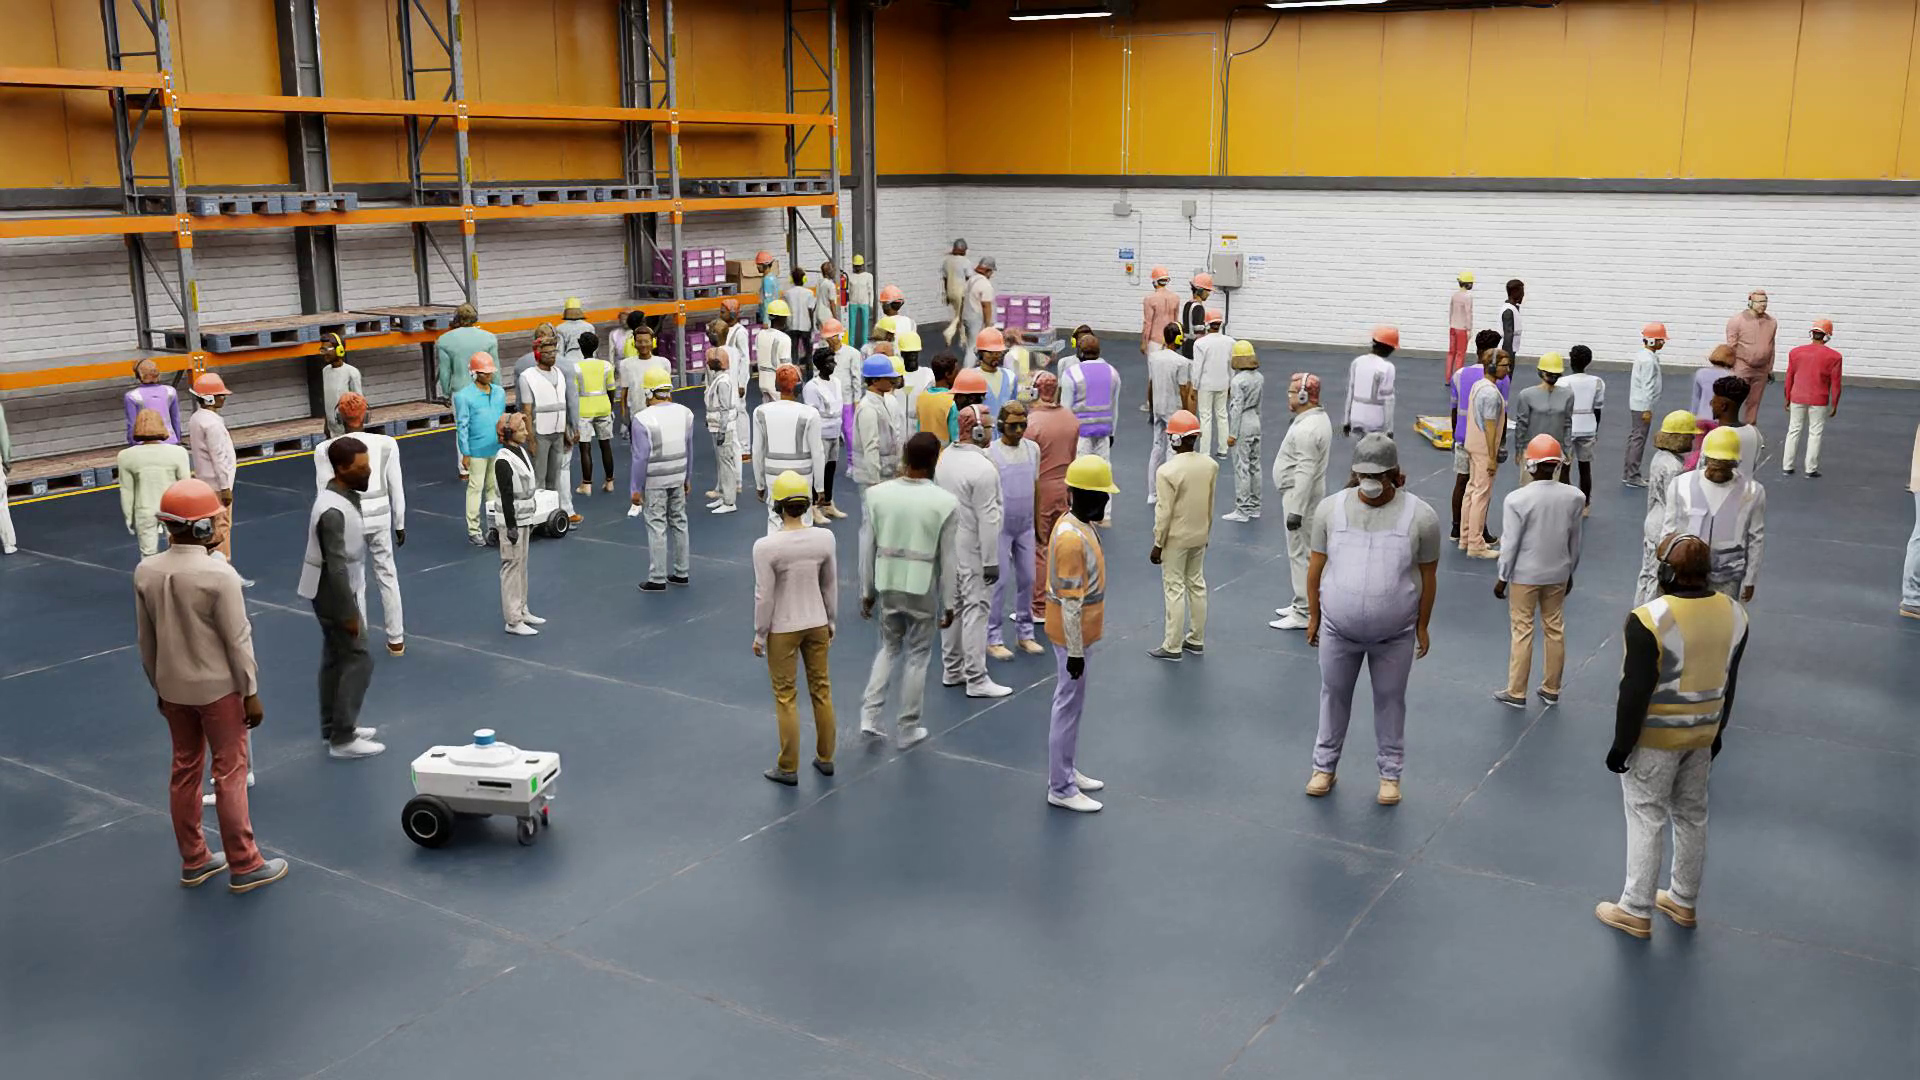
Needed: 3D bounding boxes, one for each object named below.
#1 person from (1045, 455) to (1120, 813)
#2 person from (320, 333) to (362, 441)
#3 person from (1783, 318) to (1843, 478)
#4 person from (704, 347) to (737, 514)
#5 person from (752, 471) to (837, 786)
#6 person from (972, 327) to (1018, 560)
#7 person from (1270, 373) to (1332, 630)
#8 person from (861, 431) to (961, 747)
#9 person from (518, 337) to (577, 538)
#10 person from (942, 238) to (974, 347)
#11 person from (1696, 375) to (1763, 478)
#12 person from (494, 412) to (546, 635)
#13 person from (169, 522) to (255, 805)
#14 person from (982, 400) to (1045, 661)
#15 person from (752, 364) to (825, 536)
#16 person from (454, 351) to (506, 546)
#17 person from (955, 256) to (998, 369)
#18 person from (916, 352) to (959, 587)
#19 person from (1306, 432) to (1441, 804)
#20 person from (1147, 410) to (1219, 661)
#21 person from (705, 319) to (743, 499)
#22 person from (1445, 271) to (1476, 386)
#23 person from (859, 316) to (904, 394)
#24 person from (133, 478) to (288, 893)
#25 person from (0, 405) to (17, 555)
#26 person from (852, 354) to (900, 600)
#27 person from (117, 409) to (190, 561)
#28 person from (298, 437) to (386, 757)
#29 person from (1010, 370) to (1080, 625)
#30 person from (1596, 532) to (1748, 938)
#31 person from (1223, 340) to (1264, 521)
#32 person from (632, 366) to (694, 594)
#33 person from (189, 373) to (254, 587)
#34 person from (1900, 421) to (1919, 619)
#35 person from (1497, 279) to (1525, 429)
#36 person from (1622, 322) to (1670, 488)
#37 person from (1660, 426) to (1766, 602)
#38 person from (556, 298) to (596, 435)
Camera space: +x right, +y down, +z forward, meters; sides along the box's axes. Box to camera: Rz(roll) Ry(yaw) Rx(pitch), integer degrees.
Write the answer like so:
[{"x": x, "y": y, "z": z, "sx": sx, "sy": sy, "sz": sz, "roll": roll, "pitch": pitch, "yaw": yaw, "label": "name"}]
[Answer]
[{"x": 0.650, "y": 0.489, "z": 8.938, "sx": 0.385, "sy": 1.922, "sz": 0.594, "roll": 2, "pitch": 13, "yaw": 7, "label": "person"}, {"x": -5.778, "y": -1.009, "z": 15.559, "sx": 0.532, "sy": 1.868, "sz": 0.310, "roll": 8, "pitch": 15, "yaw": 31, "label": "person"}, {"x": 9.324, "y": -1.550, "z": 18.194, "sx": 0.574, "sy": 1.739, "sz": 0.350, "roll": 12, "pitch": 17, "yaw": 41, "label": "person"}, {"x": -2.352, "y": -1.081, "z": 16.382, "sx": 0.309, "sy": 1.637, "sz": 0.514, "roll": -4, "pitch": 13, "yaw": -15, "label": "person"}, {"x": -0.928, "y": 0.488, "z": 9.292, "sx": 0.533, "sy": 1.767, "sz": 0.326, "roll": -9, "pitch": 16, "yaw": -35, "label": "person"}, {"x": 0.256, "y": -0.808, "z": 14.306, "sx": 0.605, "sy": 2.044, "sz": 0.374, "roll": -8, "pitch": 15, "yaw": -31, "label": "person"}, {"x": 2.521, "y": -0.289, "z": 12.352, "sx": 0.409, "sy": 1.906, "sz": 0.651, "roll": 4, "pitch": 14, "yaw": 19, "label": "person"}, {"x": -0.290, "y": 0.304, "z": 9.839, "sx": 0.597, "sy": 1.886, "sz": 0.490, "roll": 5, "pitch": 14, "yaw": 21, "label": "person"}, {"x": -3.835, "y": -0.963, "z": 15.407, "sx": 0.388, "sy": 1.848, "sz": 0.564, "roll": 6, "pitch": 14, "yaw": 25, "label": "person"}, {"x": -0.049, "y": -4.528, "z": 30.449, "sx": 0.785, "sy": 2.000, "sz": 0.688, "roll": -10, "pitch": 17, "yaw": -38, "label": "person"}, {"x": 5.379, "y": -0.187, "z": 11.781, "sx": 0.607, "sy": 1.966, "sz": 0.367, "roll": -10, "pitch": 16, "yaw": -37, "label": "person"}, {"x": -3.262, "y": -0.125, "z": 12.228, "sx": 0.308, "sy": 1.641, "sz": 0.515, "roll": 0, "pitch": 13, "yaw": -2, "label": "person"}, {"x": -4.056, "y": 0.622, "z": 8.999, "sx": 0.268, "sy": 1.632, "sz": 0.507, "roll": -2, "pitch": 13, "yaw": -8, "label": "person"}, {"x": 0.350, "y": -0.068, "z": 11.568, "sx": 0.518, "sy": 1.834, "sz": 0.347, "roll": -8, "pitch": 15, "yaw": -31, "label": "person"}, {"x": -1.332, "y": -0.435, "z": 13.034, "sx": 0.584, "sy": 1.882, "sz": 0.337, "roll": 4, "pitch": 14, "yaw": 16, "label": "person"}, {"x": -4.282, "y": -0.834, "z": 15.054, "sx": 0.343, "sy": 1.749, "sz": 0.573, "roll": 8, "pitch": 15, "yaw": 31, "label": "person"}, {"x": 0.312, "y": -3.388, "z": 25.501, "sx": 0.746, "sy": 2.000, "sz": 0.699, "roll": -5, "pitch": 14, "yaw": -20, "label": "person"}, {"x": -0.145, "y": -0.567, "z": 13.537, "sx": 0.391, "sy": 1.917, "sz": 0.593, "roll": -9, "pitch": 16, "yaw": -35, "label": "person"}, {"x": 2.197, "y": 0.425, "z": 8.963, "sx": 0.689, "sy": 2.000, "sz": 0.537, "roll": 5, "pitch": 14, "yaw": 20, "label": "person"}, {"x": 1.538, "y": -0.033, "z": 11.578, "sx": 0.563, "sy": 1.752, "sz": 0.325, "roll": -11, "pitch": 17, "yaw": -40, "label": "person"}, {"x": -2.436, "y": -1.337, "z": 17.034, "sx": 0.330, "sy": 1.844, "sz": 0.520, "roll": 6, "pitch": 14, "yaw": 23, "label": "person"}, {"x": 7.616, "y": -3.192, "z": 25.252, "sx": 0.331, "sy": 1.768, "sz": 0.527, "roll": -3, "pitch": 13, "yaw": -15, "label": "person"}, {"x": -0.929, "y": -1.659, "z": 18.715, "sx": 0.643, "sy": 1.726, "sz": 0.414, "roll": -1, "pitch": 13, "yaw": -2, "label": "person"}, {"x": -3.576, "y": 0.694, "z": 7.893, "sx": 0.609, "sy": 1.996, "sz": 0.383, "roll": 5, "pitch": 14, "yaw": 19, "label": "person"}, {"x": -8.560, "y": -0.649, "z": 14.497, "sx": 0.514, "sy": 1.640, "sz": 0.315, "roll": -9, "pitch": 16, "yaw": -35, "label": "person"}, {"x": -0.665, "y": -0.505, "z": 13.196, "sx": 0.389, "sy": 1.949, "sz": 0.603, "roll": 0, "pitch": 13, "yaw": 0, "label": "person"}, {"x": -6.001, "y": -0.171, "z": 12.466, "sx": 0.504, "sy": 1.628, "sz": 0.277, "roll": -3, "pitch": 13, "yaw": -15, "label": "person"}, {"x": -3.601, "y": 0.333, "z": 9.697, "sx": 0.469, "sy": 1.893, "sz": 0.596, "roll": -3, "pitch": 13, "yaw": -14, "label": "person"}, {"x": 0.605, "y": -0.322, "z": 12.495, "sx": 0.406, "sy": 1.906, "sz": 0.654, "roll": 11, "pitch": 17, "yaw": 40, "label": "person"}, {"x": 3.168, "y": 0.871, "z": 7.464, "sx": 0.635, "sy": 1.842, "sz": 0.429, "roll": -5, "pitch": 14, "yaw": -21, "label": "person"}, {"x": 2.725, "y": -1.050, "z": 16.029, "sx": 0.331, "sy": 1.735, "sz": 0.490, "roll": 11, "pitch": 17, "yaw": 40, "label": "person"}, {"x": -2.401, "y": -0.483, "z": 13.357, "sx": 0.404, "sy": 1.832, "sz": 0.599, "roll": 10, "pitch": 16, "yaw": 37, "label": "person"}, {"x": -6.035, "y": -0.482, "z": 13.528, "sx": 0.326, "sy": 1.751, "sz": 0.559, "roll": -10, "pitch": 17, "yaw": -38, "label": "person"}, {"x": 7.422, "y": -0.397, "z": 12.627, "sx": 0.379, "sy": 1.996, "sz": 0.611, "roll": 8, "pitch": 15, "yaw": 32, "label": "person"}, {"x": 7.092, "y": -2.413, "z": 21.536, "sx": 0.392, "sy": 1.922, "sz": 0.593, "roll": 4, "pitch": 14, "yaw": 17, "label": "person"}, {"x": 7.303, "y": -1.441, "z": 17.684, "sx": 0.342, "sy": 1.750, "sz": 0.568, "roll": 4, "pitch": 13, "yaw": 15, "label": "person"}, {"x": 4.715, "y": 0.185, "z": 10.479, "sx": 0.592, "sy": 1.826, "sz": 0.403, "roll": 6, "pitch": 14, "yaw": 25, "label": "person"}, {"x": -4.809, "y": -2.164, "z": 20.862, "sx": 0.486, "sy": 1.737, "sz": 0.322, "roll": -4, "pitch": 14, "yaw": -18, "label": "person"}]
